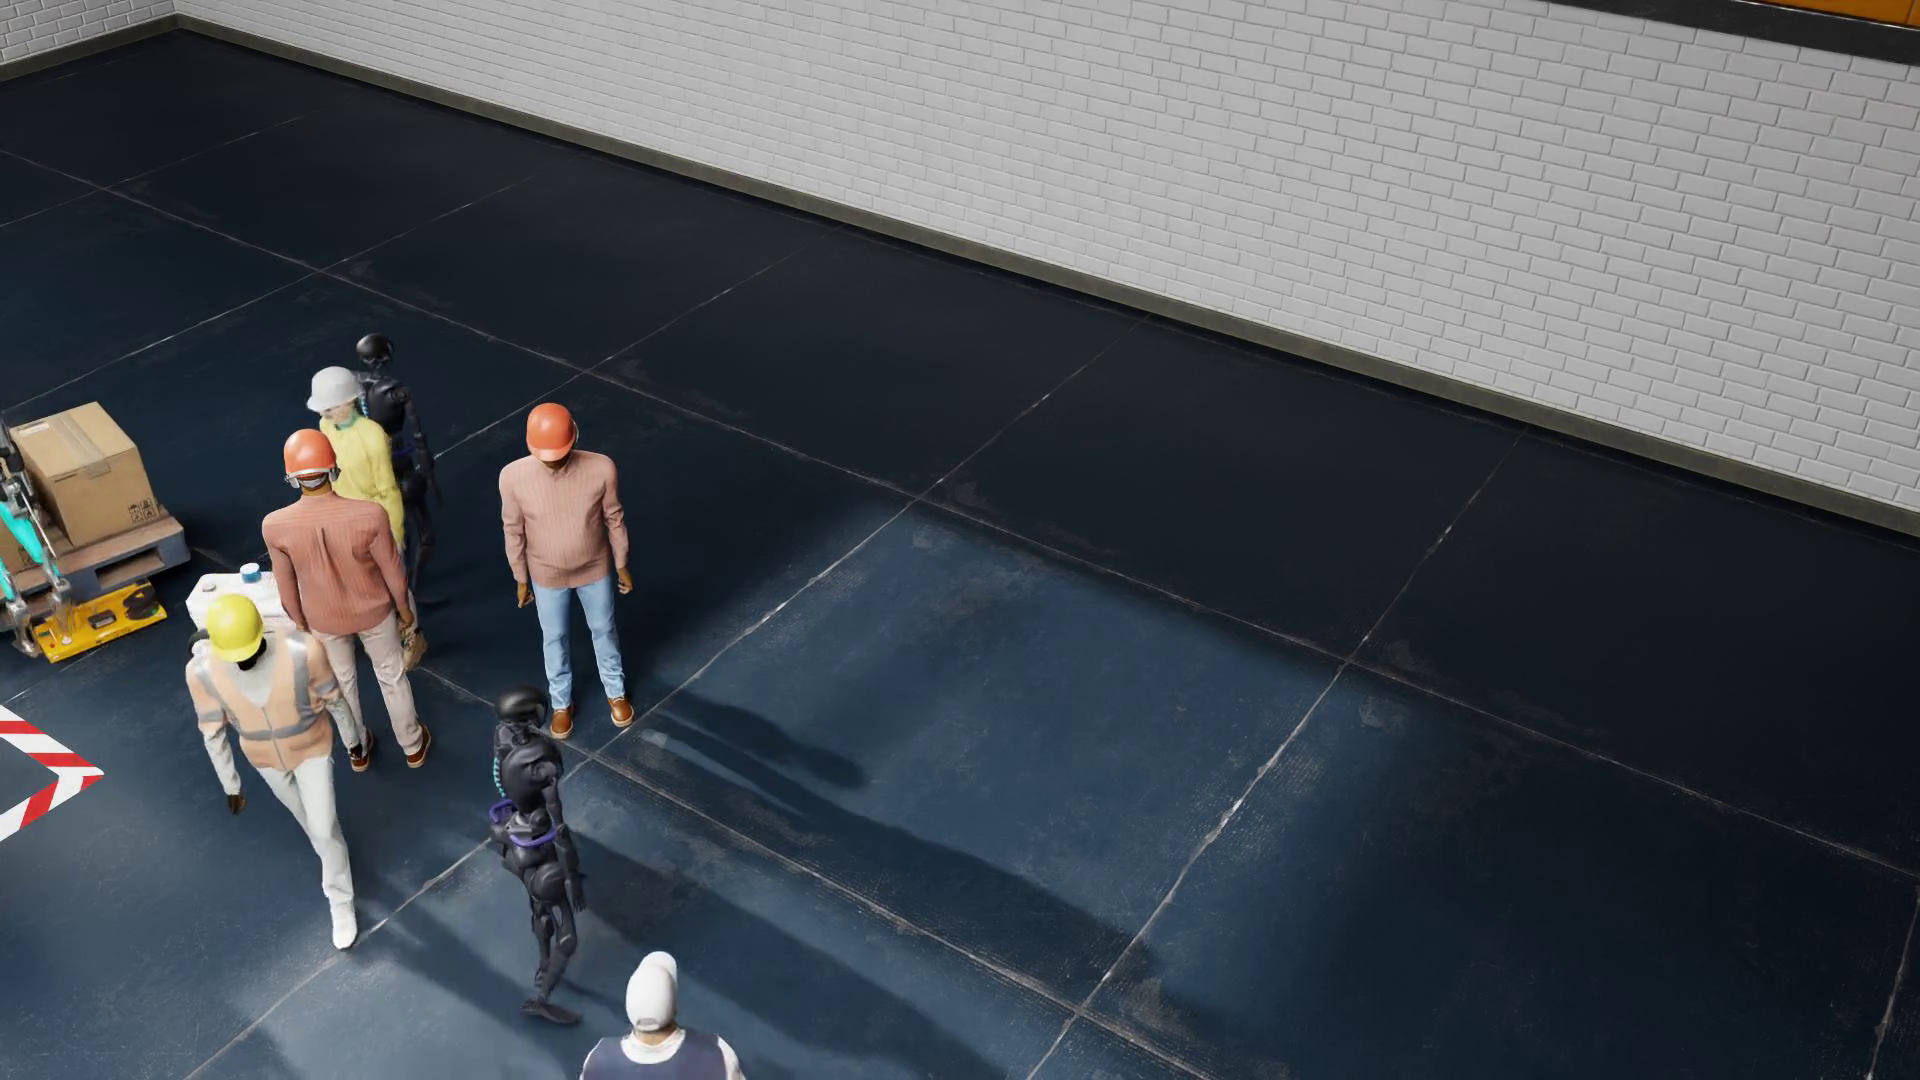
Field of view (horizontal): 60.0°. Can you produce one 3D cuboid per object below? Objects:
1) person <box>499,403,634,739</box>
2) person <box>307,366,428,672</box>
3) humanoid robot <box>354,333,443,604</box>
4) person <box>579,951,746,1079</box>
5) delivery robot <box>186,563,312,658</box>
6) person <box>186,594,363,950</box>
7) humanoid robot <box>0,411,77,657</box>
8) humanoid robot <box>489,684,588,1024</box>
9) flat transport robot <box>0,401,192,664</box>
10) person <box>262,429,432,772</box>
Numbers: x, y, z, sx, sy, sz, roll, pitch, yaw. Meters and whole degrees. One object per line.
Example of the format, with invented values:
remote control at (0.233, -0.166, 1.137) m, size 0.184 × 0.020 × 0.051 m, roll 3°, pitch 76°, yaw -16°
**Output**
person at (-1.996, 0.155, 8.548) m, size 0.610 × 1.985 × 0.390 m, roll -9°, pitch 36°, yaw -13°
person at (-3.193, -0.127, 9.060) m, size 0.518 × 1.882 × 0.394 m, roll 19°, pitch 39°, yaw 25°
humanoid robot at (-3.298, -0.390, 9.599) m, size 0.596 × 1.647 × 0.467 m, roll 18°, pitch 39°, yaw 24°
person at (-1.007, 2.099, 5.975) m, size 0.797 × 1.736 × 0.655 m, roll -3°, pitch 35°, yaw -4°
delivery robot at (-3.964, 0.395, 9.437) m, size 0.766 × 0.580 × 0.499 m, roll 0°, pitch 35°, yaw 0°
person at (-3.019, 1.003, 7.413) m, size 0.597 × 1.886 × 0.800 m, roll -5°, pitch 35°, yaw -7°
humanoid robot at (-5.203, -0.066, 9.102) m, size 0.789 × 1.808 × 0.541 m, roll 24°, pitch 42°, yaw 30°
humanoid robot at (-1.859, 1.341, 7.124) m, size 0.456 × 1.647 × 0.616 m, roll -26°, pitch 43°, yaw -32°
flat transport robot at (-5.351, 0.215, 9.957) m, size 0.659 × 0.231 × 1.431 m, roll -27°, pitch 43°, yaw -33°
person at (-3.043, 0.332, 8.297) m, size 0.610 × 1.986 × 0.401 m, roll -5°, pitch 35°, yaw -7°
